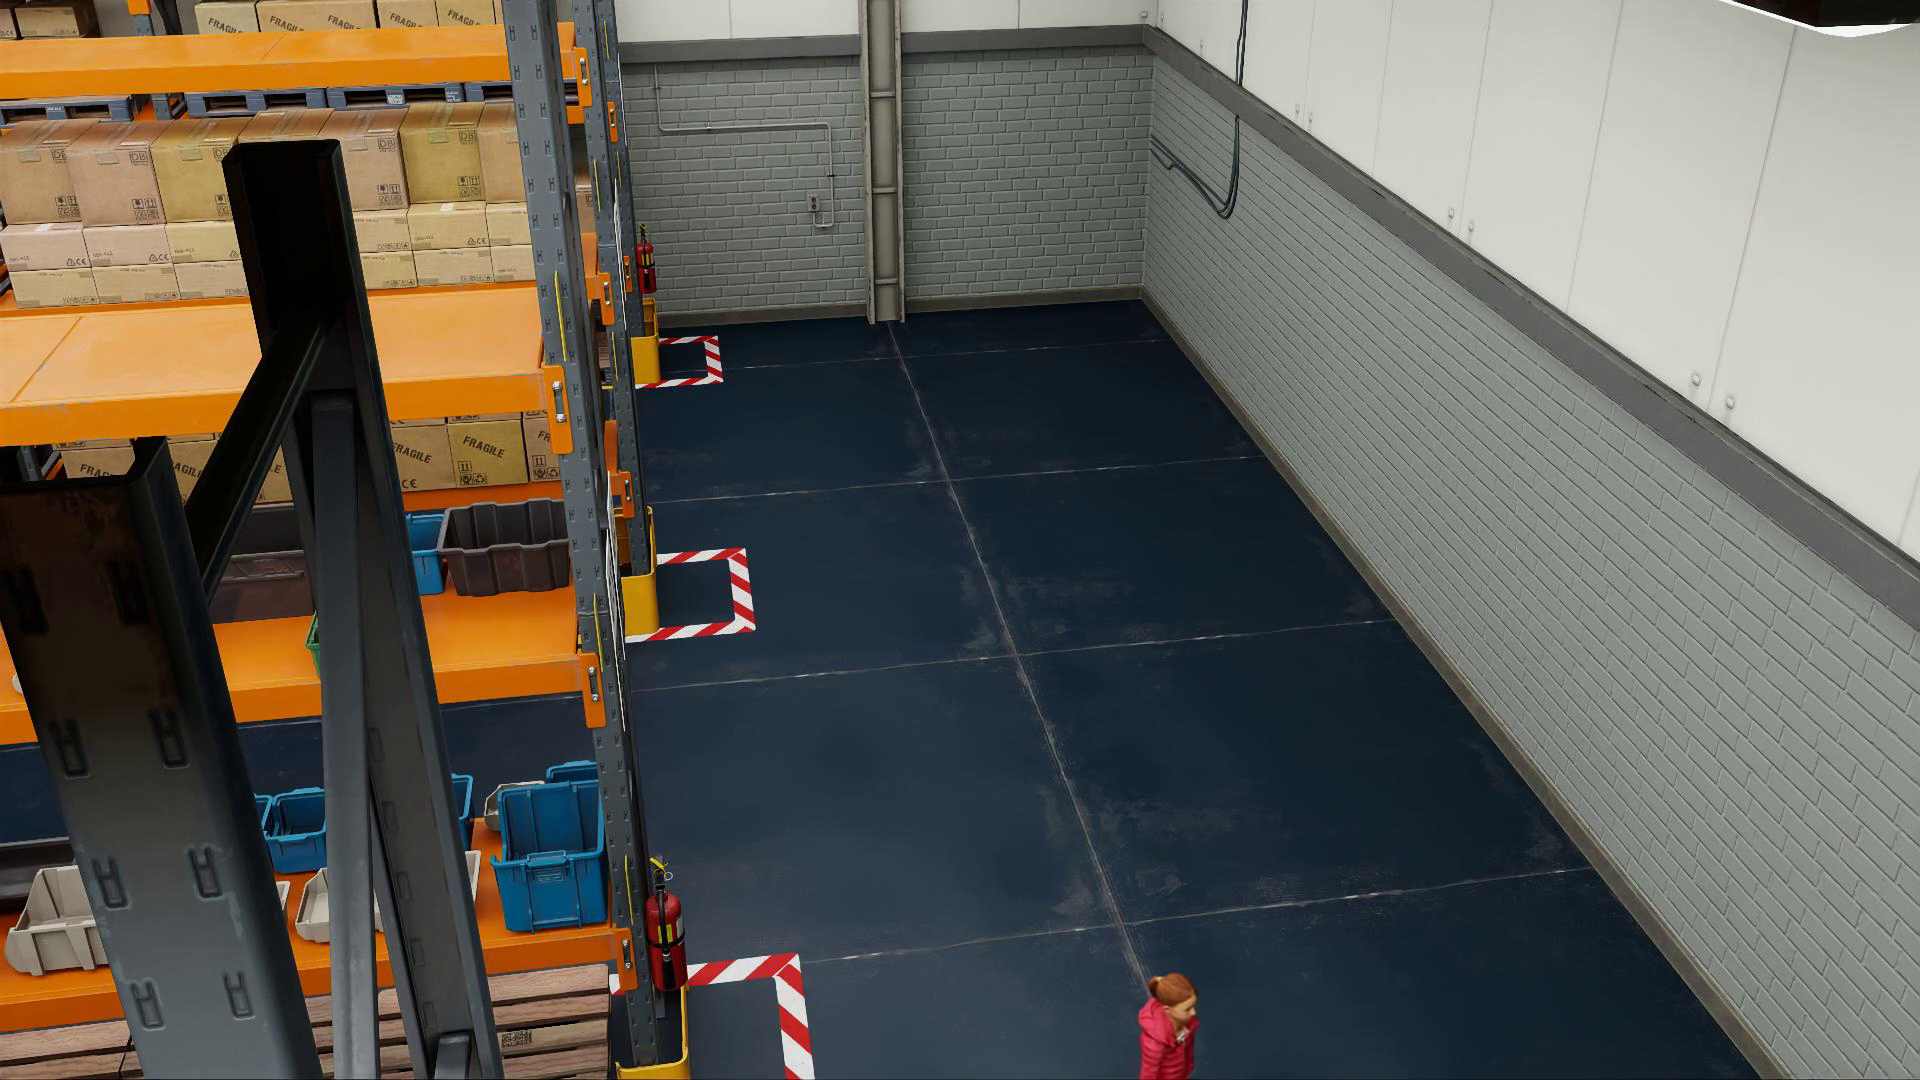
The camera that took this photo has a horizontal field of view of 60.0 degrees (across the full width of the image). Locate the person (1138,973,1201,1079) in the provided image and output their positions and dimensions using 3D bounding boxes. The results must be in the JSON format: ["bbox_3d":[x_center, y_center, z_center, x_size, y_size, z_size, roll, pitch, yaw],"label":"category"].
[{"bbox_3d":[0.923,2.525,7.759,0.659,1.310,0.580,25,37,38],"label":"person"}]
